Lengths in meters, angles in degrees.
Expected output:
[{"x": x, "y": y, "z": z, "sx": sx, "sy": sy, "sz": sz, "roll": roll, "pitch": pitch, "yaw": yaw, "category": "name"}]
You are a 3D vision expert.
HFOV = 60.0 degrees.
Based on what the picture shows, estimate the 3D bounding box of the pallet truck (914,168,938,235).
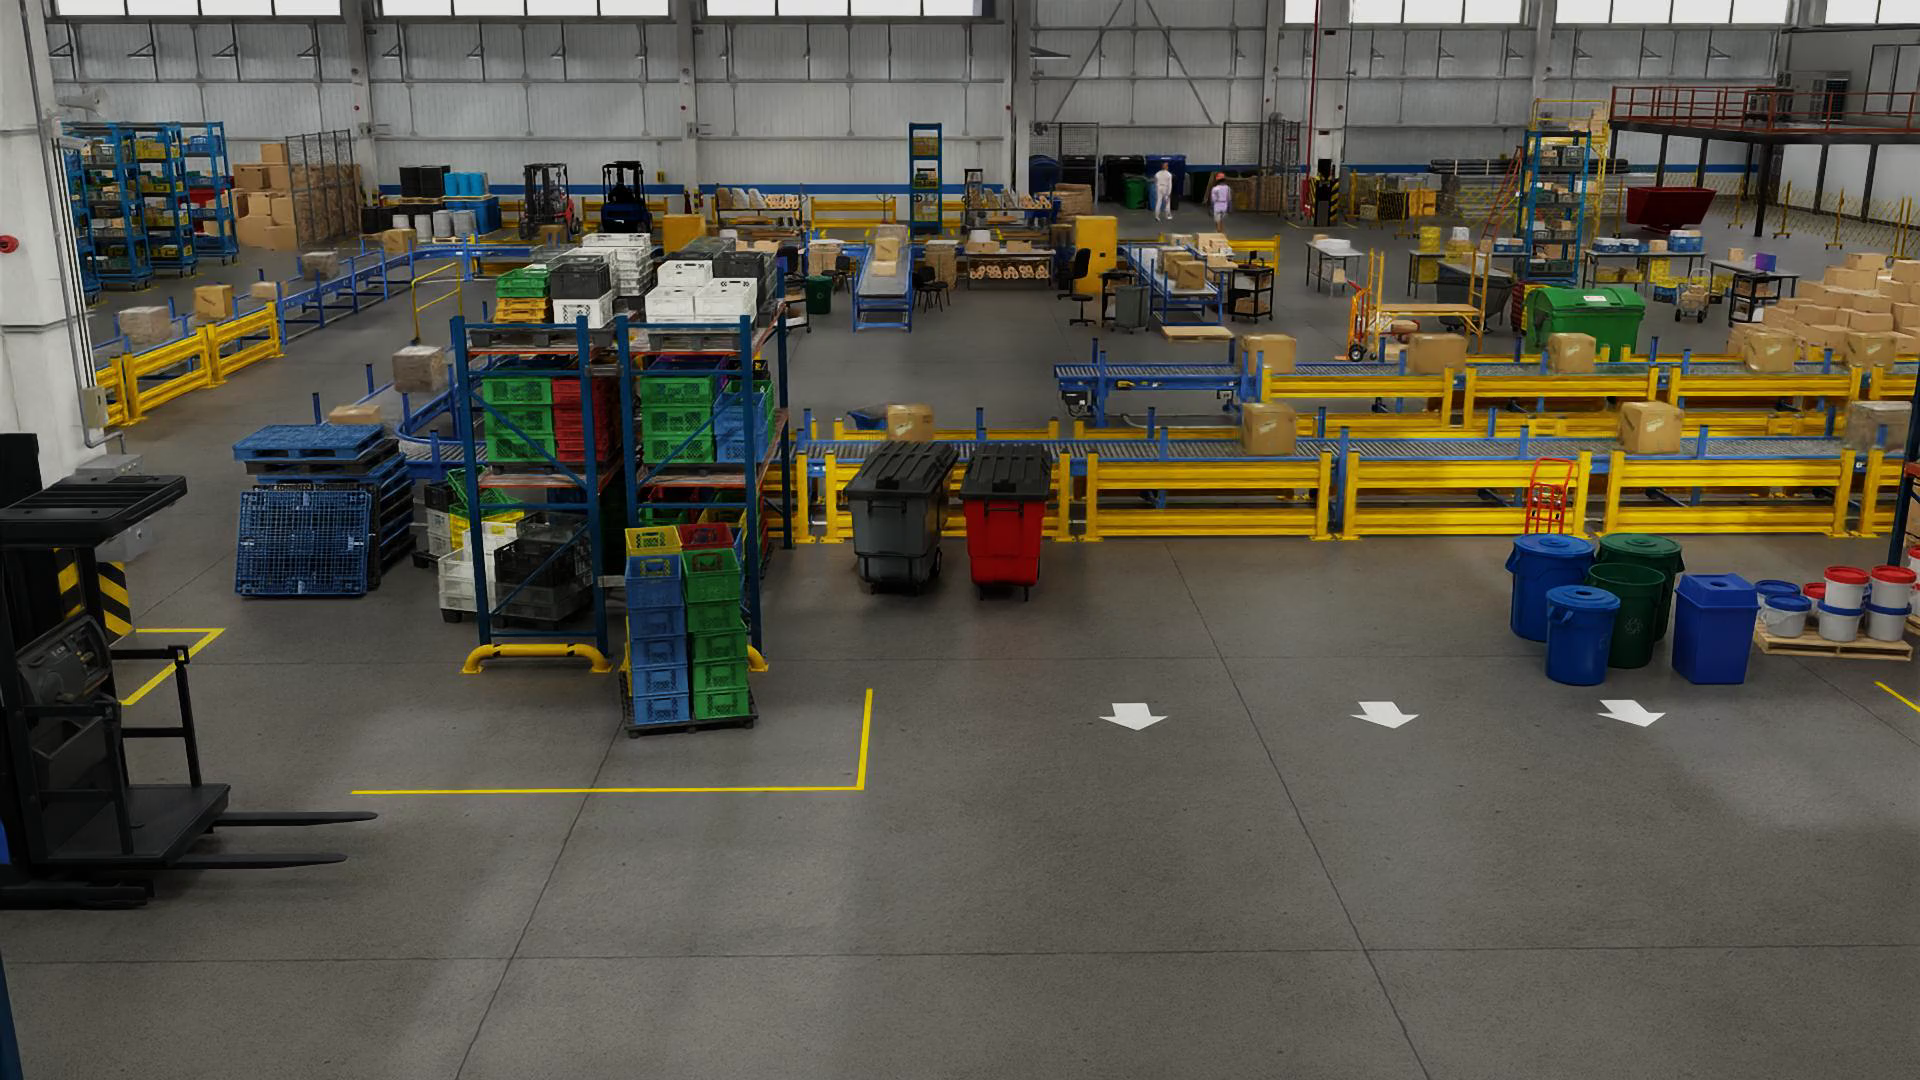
[{"x": -0.989, "y": -10.316, "z": 50.507, "sx": 0.823, "sy": 1.965, "sz": 1.885, "roll": 1, "pitch": 16, "yaw": 3, "category": "pallet truck"}]

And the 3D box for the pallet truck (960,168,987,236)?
[{"x": 0.383, "y": -10.230, "z": 50.206, "sx": 0.823, "sy": 1.965, "sz": 1.885, "roll": -1, "pitch": 16, "yaw": -3, "category": "pallet truck"}]

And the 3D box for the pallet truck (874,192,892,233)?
[{"x": -2.277, "y": -9.986, "z": 50.594, "sx": 0.653, "sy": 1.274, "sz": 1.630, "roll": 0, "pitch": 16, "yaw": -1, "category": "pallet truck"}]

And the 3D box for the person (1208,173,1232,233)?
[{"x": 7.381, "y": -9.447, "z": 47.448, "sx": 0.660, "sy": 2.013, "sz": 0.791, "roll": -6, "pitch": 17, "yaw": -20, "category": "person"}]

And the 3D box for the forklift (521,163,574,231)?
[{"x": -12.233, "y": -10.122, "z": 49.298, "sx": 1.157, "sy": 1.987, "sz": 2.680, "roll": 0, "pitch": 16, "yaw": -1, "category": "forklift"}]

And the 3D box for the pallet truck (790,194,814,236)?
[{"x": -4.814, "y": -9.883, "z": 50.259, "sx": 0.704, "sy": 1.261, "sz": 1.522, "roll": -1, "pitch": 16, "yaw": -3, "category": "pallet truck"}]

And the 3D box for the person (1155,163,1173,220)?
[{"x": 6.702, "y": -11.456, "z": 54.678, "sx": 0.646, "sy": 1.876, "sz": 0.858, "roll": 10, "pitch": 19, "yaw": 31, "category": "person"}]

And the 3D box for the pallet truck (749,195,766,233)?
[{"x": -6.051, "y": -9.967, "z": 50.660, "sx": 0.680, "sy": 1.201, "sz": 1.601, "roll": 0, "pitch": 16, "yaw": -1, "category": "pallet truck"}]

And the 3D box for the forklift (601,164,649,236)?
[{"x": -9.948, "y": -10.127, "z": 49.296, "sx": 1.157, "sy": 1.987, "sz": 2.680, "roll": -1, "pitch": 16, "yaw": -3, "category": "forklift"}]

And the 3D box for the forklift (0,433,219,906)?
[{"x": -5.952, "y": 0.780, "z": 10.366, "sx": 1.873, "sy": 2.768, "sz": 1.129, "roll": 0, "pitch": 16, "yaw": -1, "category": "forklift"}]
